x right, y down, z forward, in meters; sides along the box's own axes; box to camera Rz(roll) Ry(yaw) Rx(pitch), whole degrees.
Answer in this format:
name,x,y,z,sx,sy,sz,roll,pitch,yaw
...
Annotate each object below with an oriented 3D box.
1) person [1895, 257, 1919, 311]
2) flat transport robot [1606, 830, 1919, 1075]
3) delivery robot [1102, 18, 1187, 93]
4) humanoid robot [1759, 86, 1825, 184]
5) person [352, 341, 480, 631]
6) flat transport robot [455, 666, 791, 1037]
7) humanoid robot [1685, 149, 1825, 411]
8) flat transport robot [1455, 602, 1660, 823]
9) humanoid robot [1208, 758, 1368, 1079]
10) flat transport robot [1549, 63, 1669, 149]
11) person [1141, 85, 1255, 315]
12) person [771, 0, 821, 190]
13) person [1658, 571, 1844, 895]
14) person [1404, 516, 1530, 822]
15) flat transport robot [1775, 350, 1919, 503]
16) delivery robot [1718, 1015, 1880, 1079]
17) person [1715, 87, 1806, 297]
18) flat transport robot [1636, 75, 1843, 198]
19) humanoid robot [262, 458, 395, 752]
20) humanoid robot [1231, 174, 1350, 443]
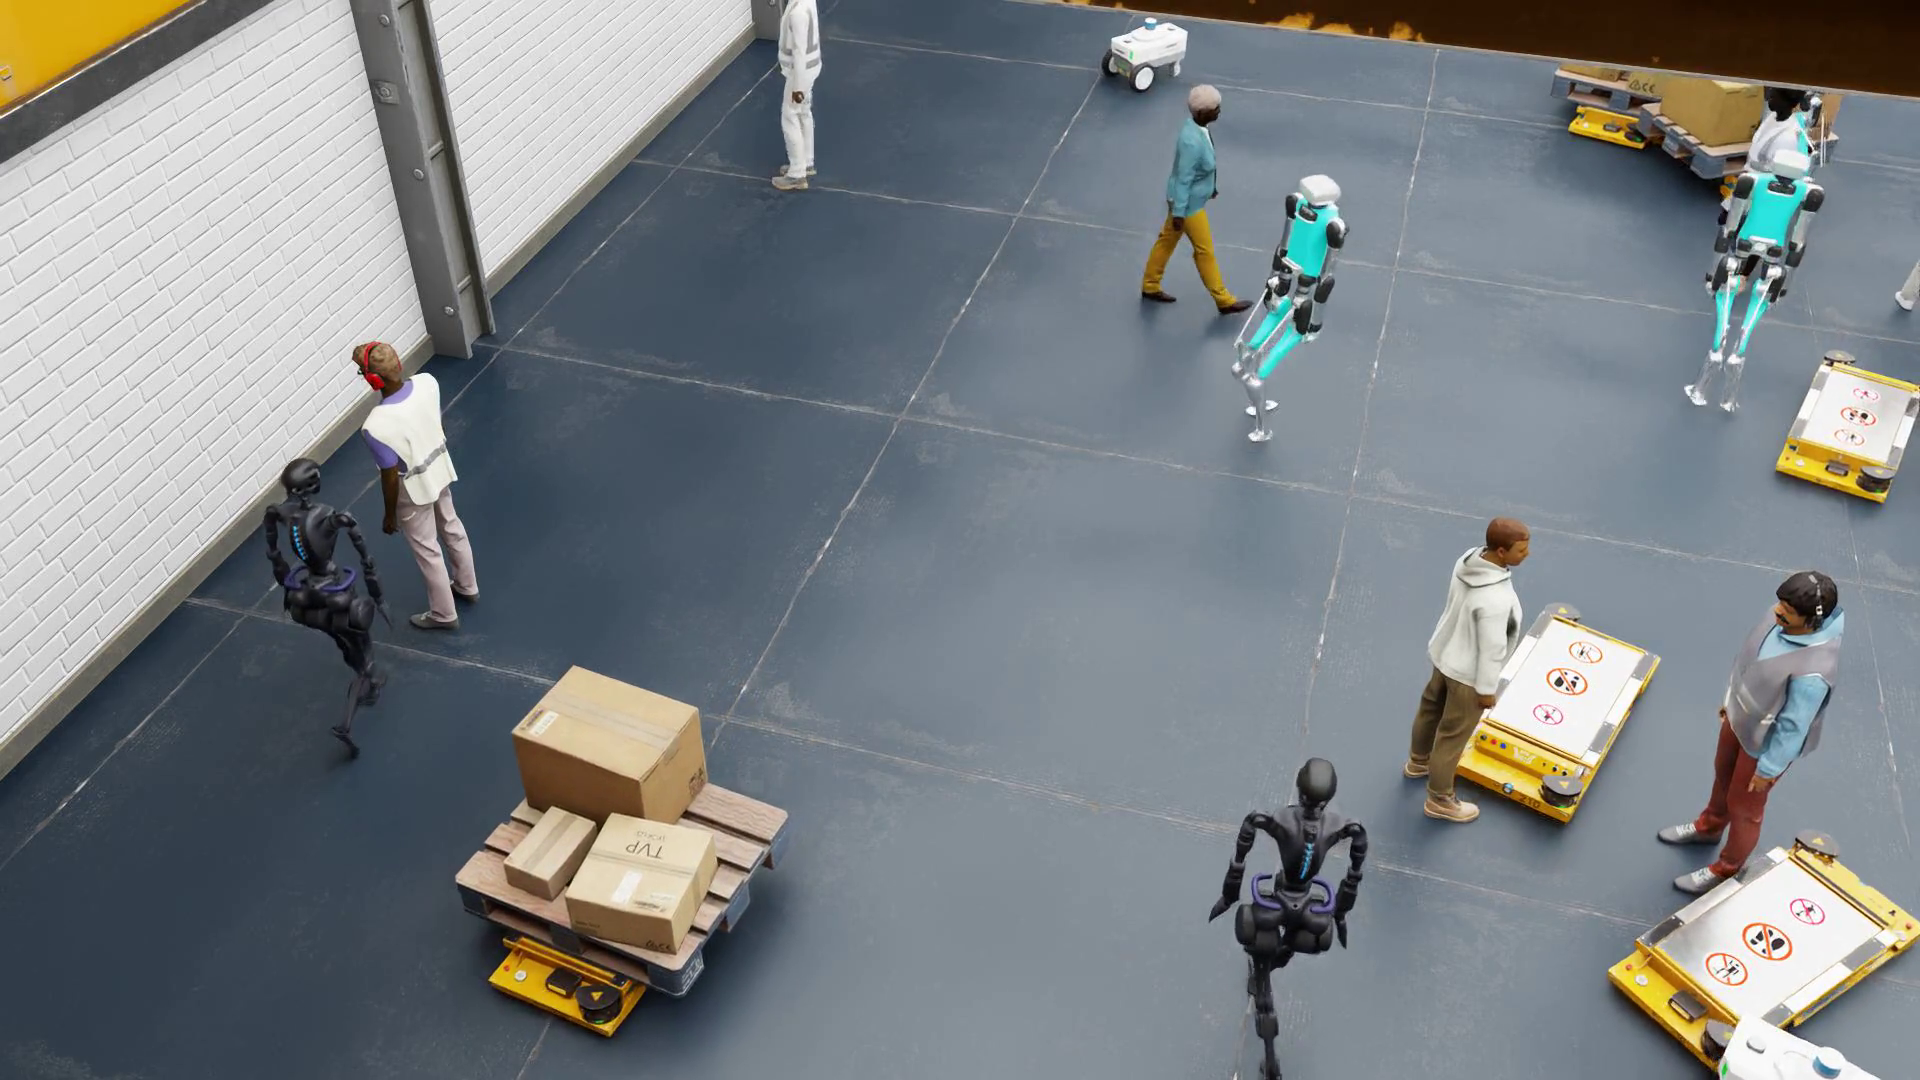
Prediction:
name,x,y,z,sx,sy,sz,roll,pitch,yaw
person,7.153,-2.351,11.843,0.514,1.633,0.312,12,40,15
flat transport robot,3.736,1.878,7.668,1.431,0.231,0.659,-22,44,-25
delivery robot,1.715,-4.514,15.397,0.773,0.602,0.523,-23,44,-25
humanoid robot,6.475,-3.160,12.781,0.532,1.787,0.843,-11,40,-13
person,-2.956,-0.281,9.101,0.389,1.838,0.562,13,41,15
flat transport robot,-1.548,1.662,7.937,0.659,0.231,1.431,16,42,19
humanoid robot,5.131,-1.594,10.837,0.549,1.798,0.733,14,41,16
flat transport robot,3.204,0.887,8.901,0.659,0.231,1.431,24,45,27
humanoid robot,1.357,1.560,6.990,0.602,1.628,0.788,3,39,4
flat transport robot,5.990,-3.892,14.845,0.659,0.231,1.431,23,44,26
person,1.744,-2.401,11.828,0.881,1.706,0.559,6,39,7
person,-1.338,-3.778,13.423,0.437,1.880,0.597,2,39,2
person,3.684,0.882,7.630,0.413,1.873,0.537,2,39,3
person,2.434,0.606,8.054,0.379,1.767,0.521,-2,39,-3
flat transport robot,5.889,-0.766,10.957,0.659,0.231,1.431,22,44,25
delivery robot,3.531,2.335,6.886,0.815,0.612,0.499,25,45,28
person,5.778,-2.545,12.042,0.386,1.682,0.525,-2,39,-3
flat transport robot,6.463,-3.230,14.022,0.659,0.231,1.431,-10,40,-12
humanoid robot,-3.254,0.329,8.490,0.608,1.638,0.673,5,39,6
humanoid robot,1.985,-1.440,10.618,0.758,1.767,0.530,-18,42,-21
